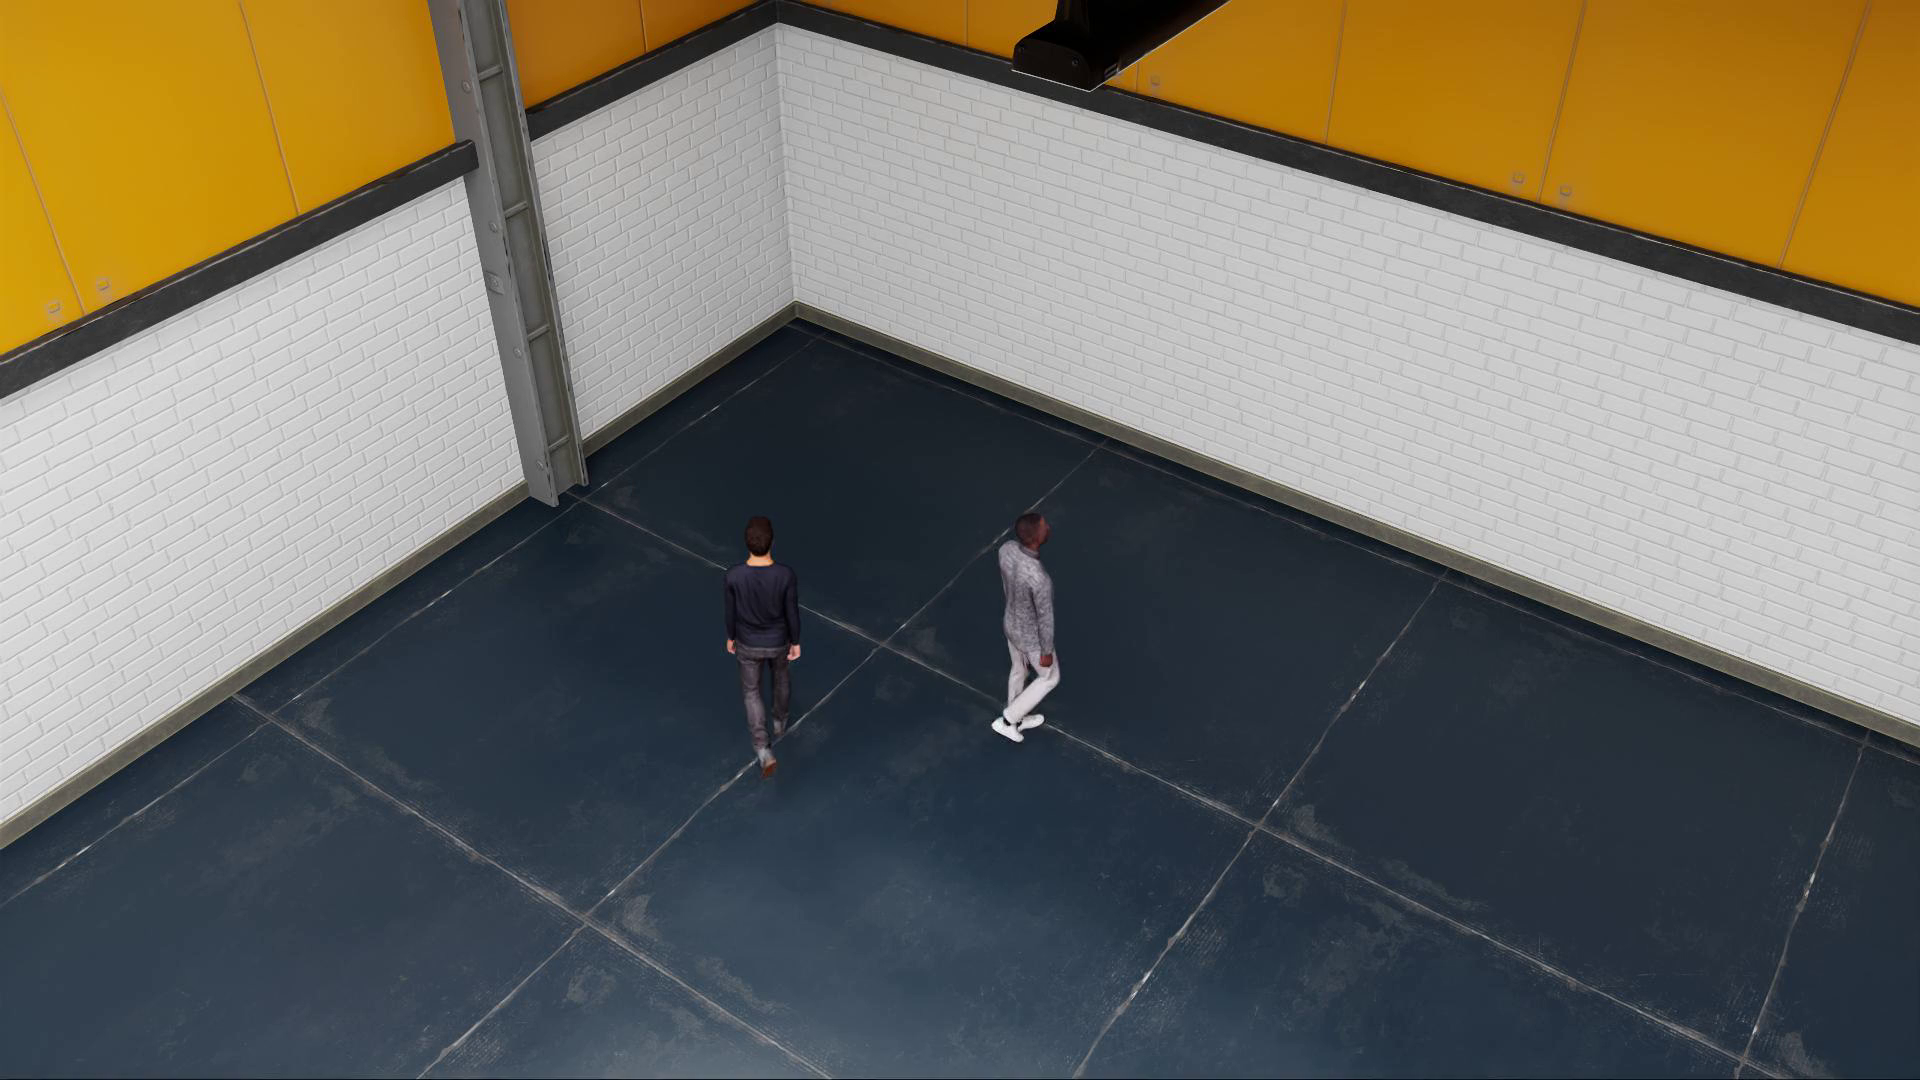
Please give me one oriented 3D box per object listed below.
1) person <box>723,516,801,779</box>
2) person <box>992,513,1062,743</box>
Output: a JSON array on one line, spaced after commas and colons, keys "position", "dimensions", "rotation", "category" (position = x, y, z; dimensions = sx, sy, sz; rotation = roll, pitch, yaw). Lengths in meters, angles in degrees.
[{"position": [-1.242, 0.698, 10.524], "dimensions": [1.077, 1.848, 1.142], "rotation": [-5, 39, -7], "category": "person"}, {"position": [0.354, 0.614, 10.648], "dimensions": [0.845, 1.825, 0.829], "rotation": [-20, 43, -23], "category": "person"}]
